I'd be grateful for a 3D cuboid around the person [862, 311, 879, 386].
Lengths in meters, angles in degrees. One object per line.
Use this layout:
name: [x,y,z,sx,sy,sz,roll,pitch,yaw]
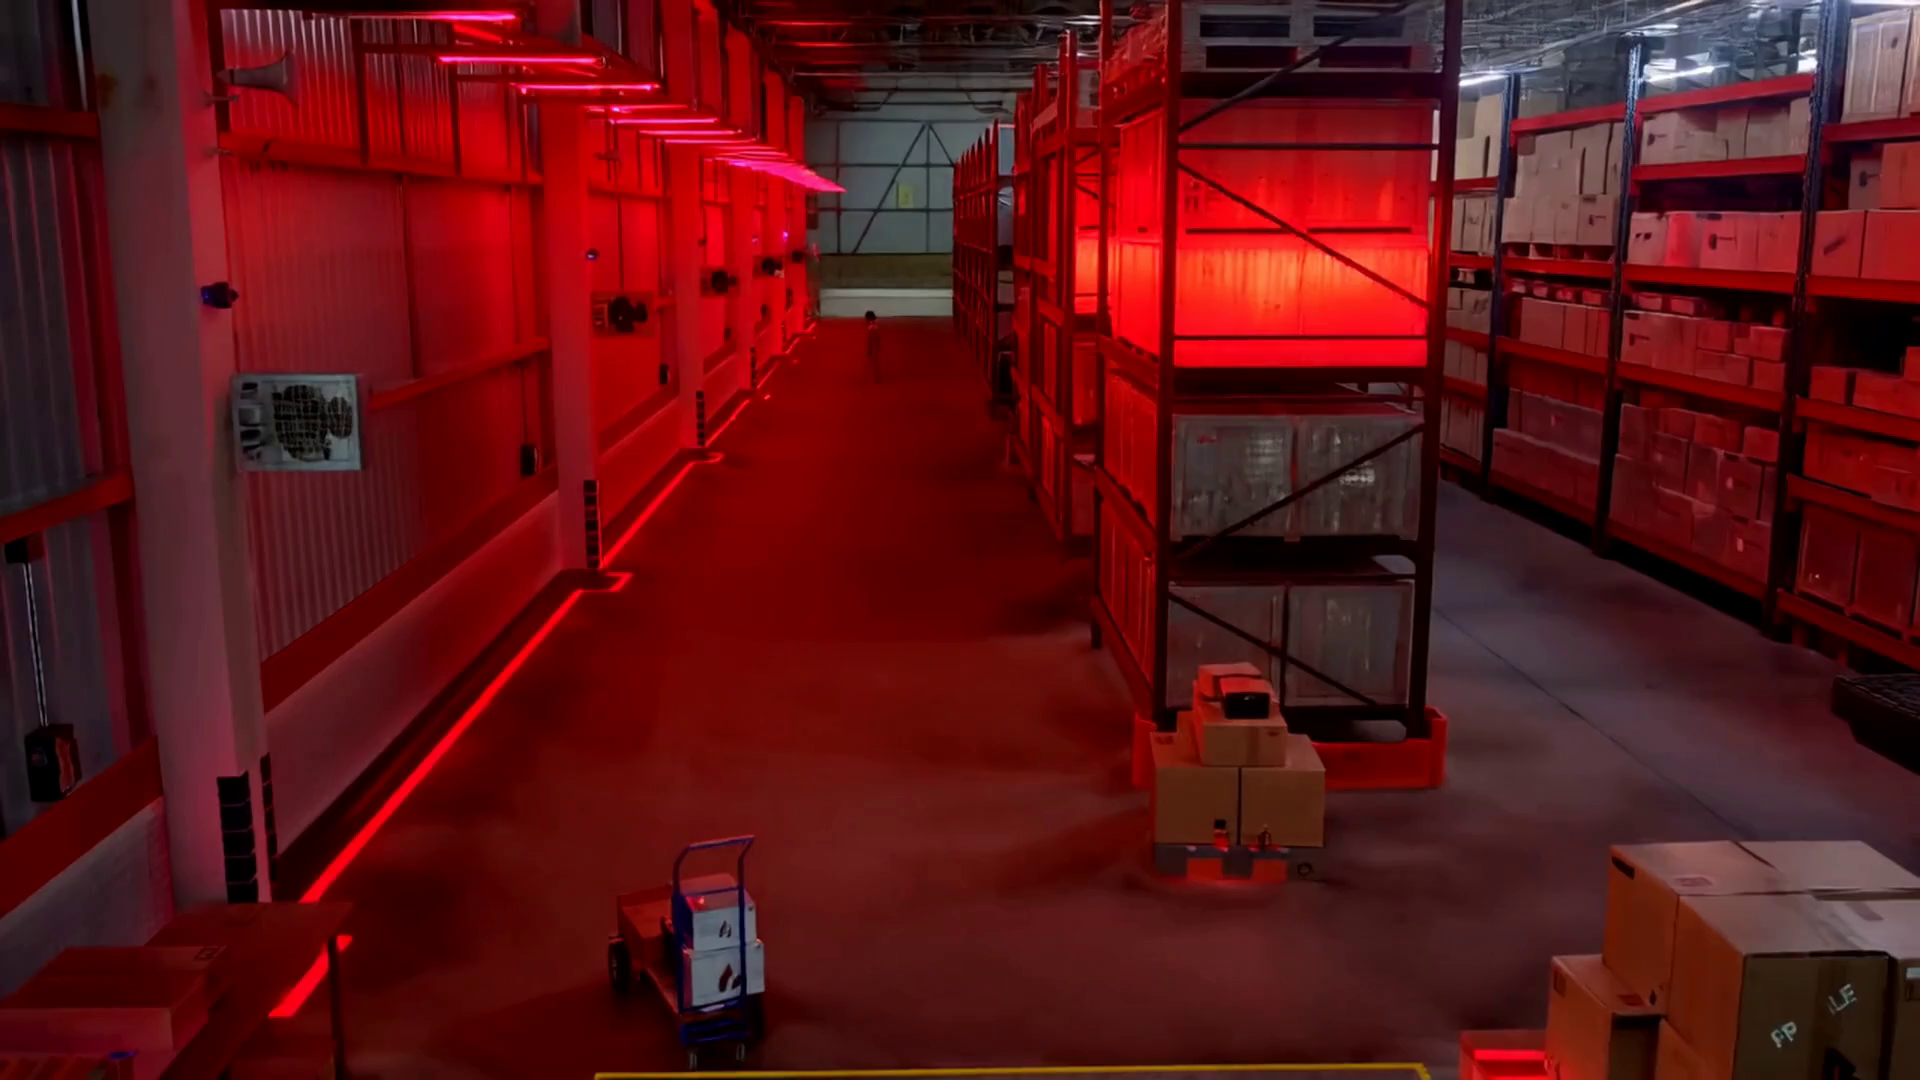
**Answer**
person: [-2.224,-4.747,41.257,0.429,1.844,0.624,0,11,-2]
